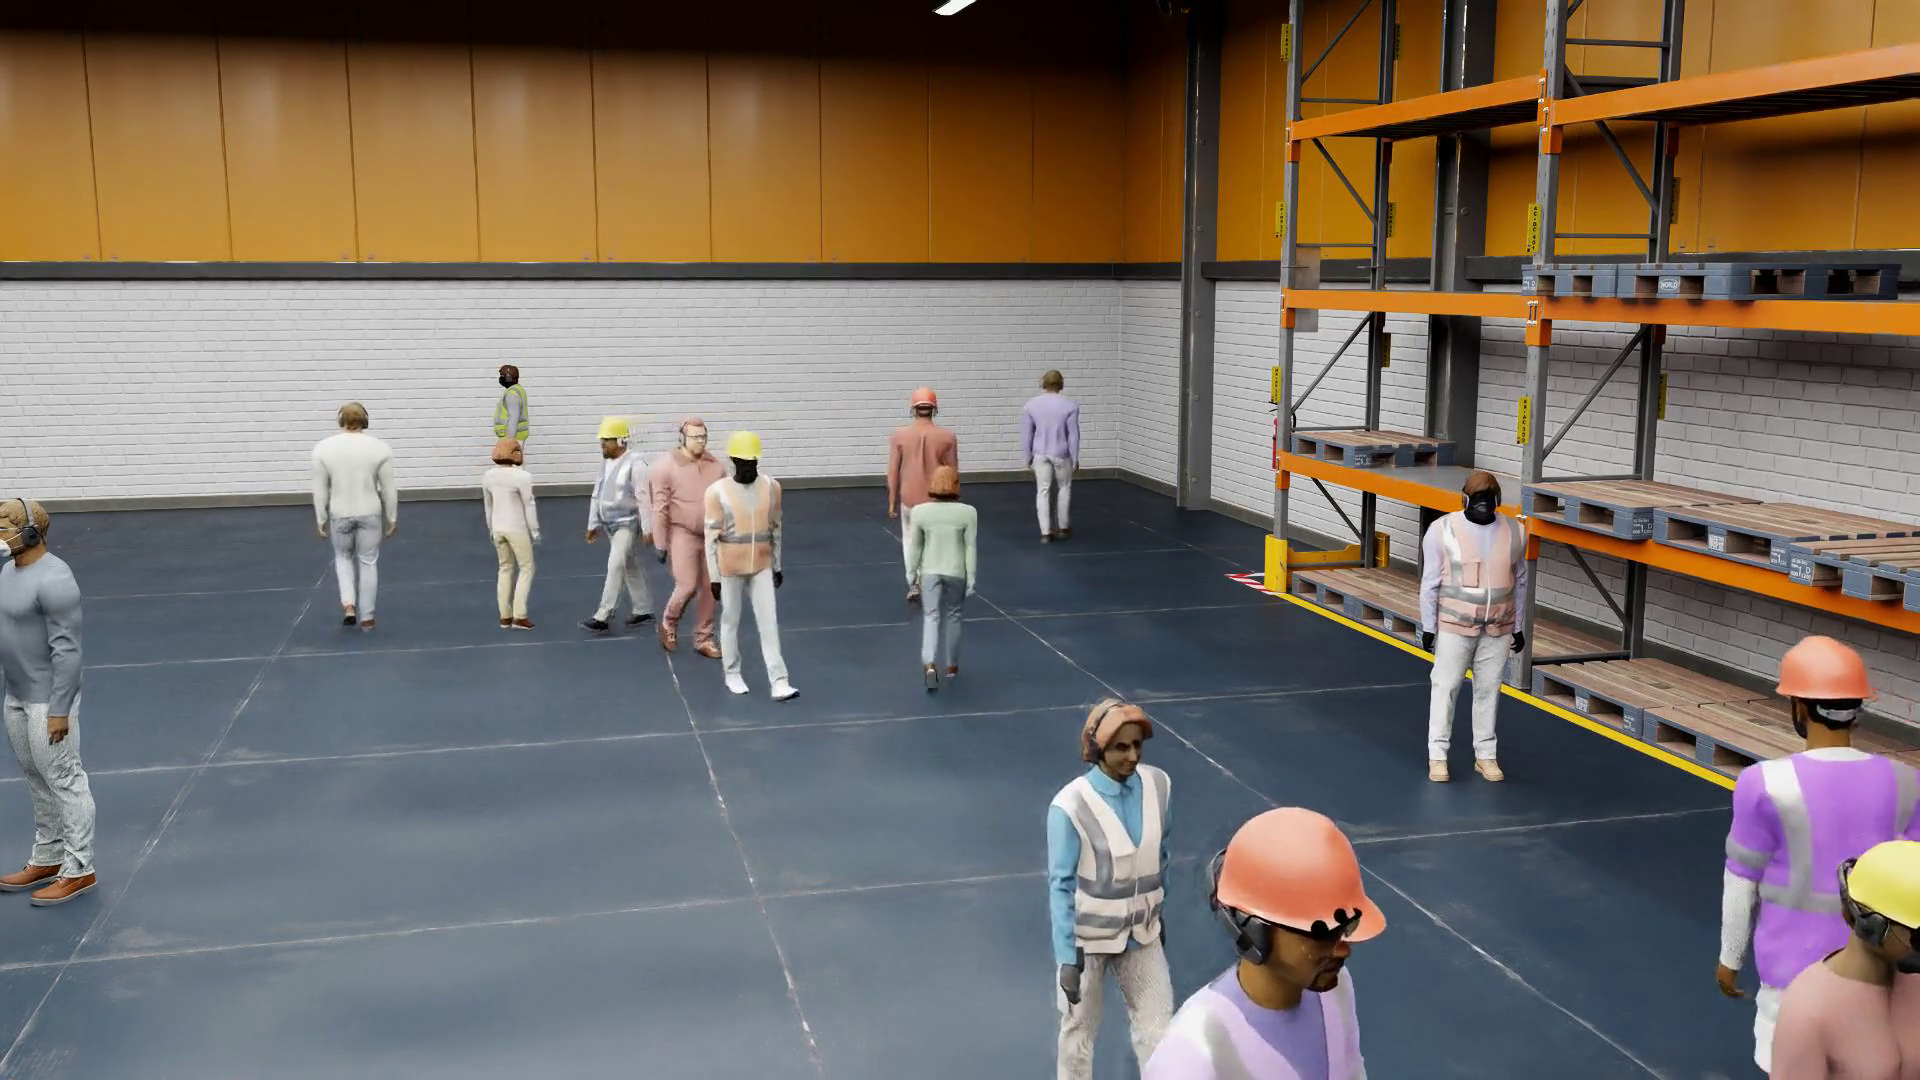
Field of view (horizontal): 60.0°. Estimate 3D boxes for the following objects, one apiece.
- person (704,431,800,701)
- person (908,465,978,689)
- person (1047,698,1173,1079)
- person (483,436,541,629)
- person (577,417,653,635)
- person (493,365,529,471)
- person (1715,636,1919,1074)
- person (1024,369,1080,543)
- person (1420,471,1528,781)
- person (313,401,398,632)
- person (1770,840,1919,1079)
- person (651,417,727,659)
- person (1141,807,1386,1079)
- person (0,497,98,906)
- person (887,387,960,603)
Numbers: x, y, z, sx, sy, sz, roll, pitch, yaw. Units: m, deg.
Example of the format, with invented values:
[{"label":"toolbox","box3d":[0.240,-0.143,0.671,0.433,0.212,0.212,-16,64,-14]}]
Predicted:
[{"label":"person","box3d":[-1.446,0.196,11.548,0.620,1.885,0.936,-5,10,-29]},{"label":"person","box3d":[-0.128,0.260,12.063,0.505,1.608,0.765,1,9,4]},{"label":"person","box3d":[0.545,1.323,5.353,0.546,1.614,0.675,-6,11,-33]},{"label":"person","box3d":[-3.766,-0.056,13.946,0.530,1.626,0.326,5,10,27]},{"label":"person","box3d":[-2.918,-0.117,13.798,0.860,1.793,0.629,-8,12,-42]},{"label":"person","box3d":[-5.646,-1.282,20.946,0.429,1.844,0.624,-1,9,-8]},{"label":"person","box3d":[2.544,1.240,4.966,0.542,1.913,0.503,0,9,-3]},{"label":"person","box3d":[1.058,-0.949,18.625,0.655,1.914,0.803,3,9,16]},{"label":"person","box3d":[3.019,0.509,9.762,0.633,1.841,0.429,0,9,-2]},{"label":"person","box3d":[-5.025,-0.194,13.883,0.660,1.924,0.444,-2,9,-14]},{"label":"person","box3d":[2.063,1.516,3.765,0.564,1.730,0.698,-5,10,-26]},{"label":"person","box3d":[-2.047,-0.012,12.867,0.648,1.895,0.452,-8,12,-42]},{"label":"person","box3d":[0.638,1.482,3.256,1.047,1.989,0.622,7,11,36]},{"label":"person","box3d":[-4.383,0.757,7.918,0.632,1.940,0.372,7,12,38]},{"label":"person","box3d":[-0.319,-0.386,14.934,0.656,1.973,0.499,0,9,0]}]
